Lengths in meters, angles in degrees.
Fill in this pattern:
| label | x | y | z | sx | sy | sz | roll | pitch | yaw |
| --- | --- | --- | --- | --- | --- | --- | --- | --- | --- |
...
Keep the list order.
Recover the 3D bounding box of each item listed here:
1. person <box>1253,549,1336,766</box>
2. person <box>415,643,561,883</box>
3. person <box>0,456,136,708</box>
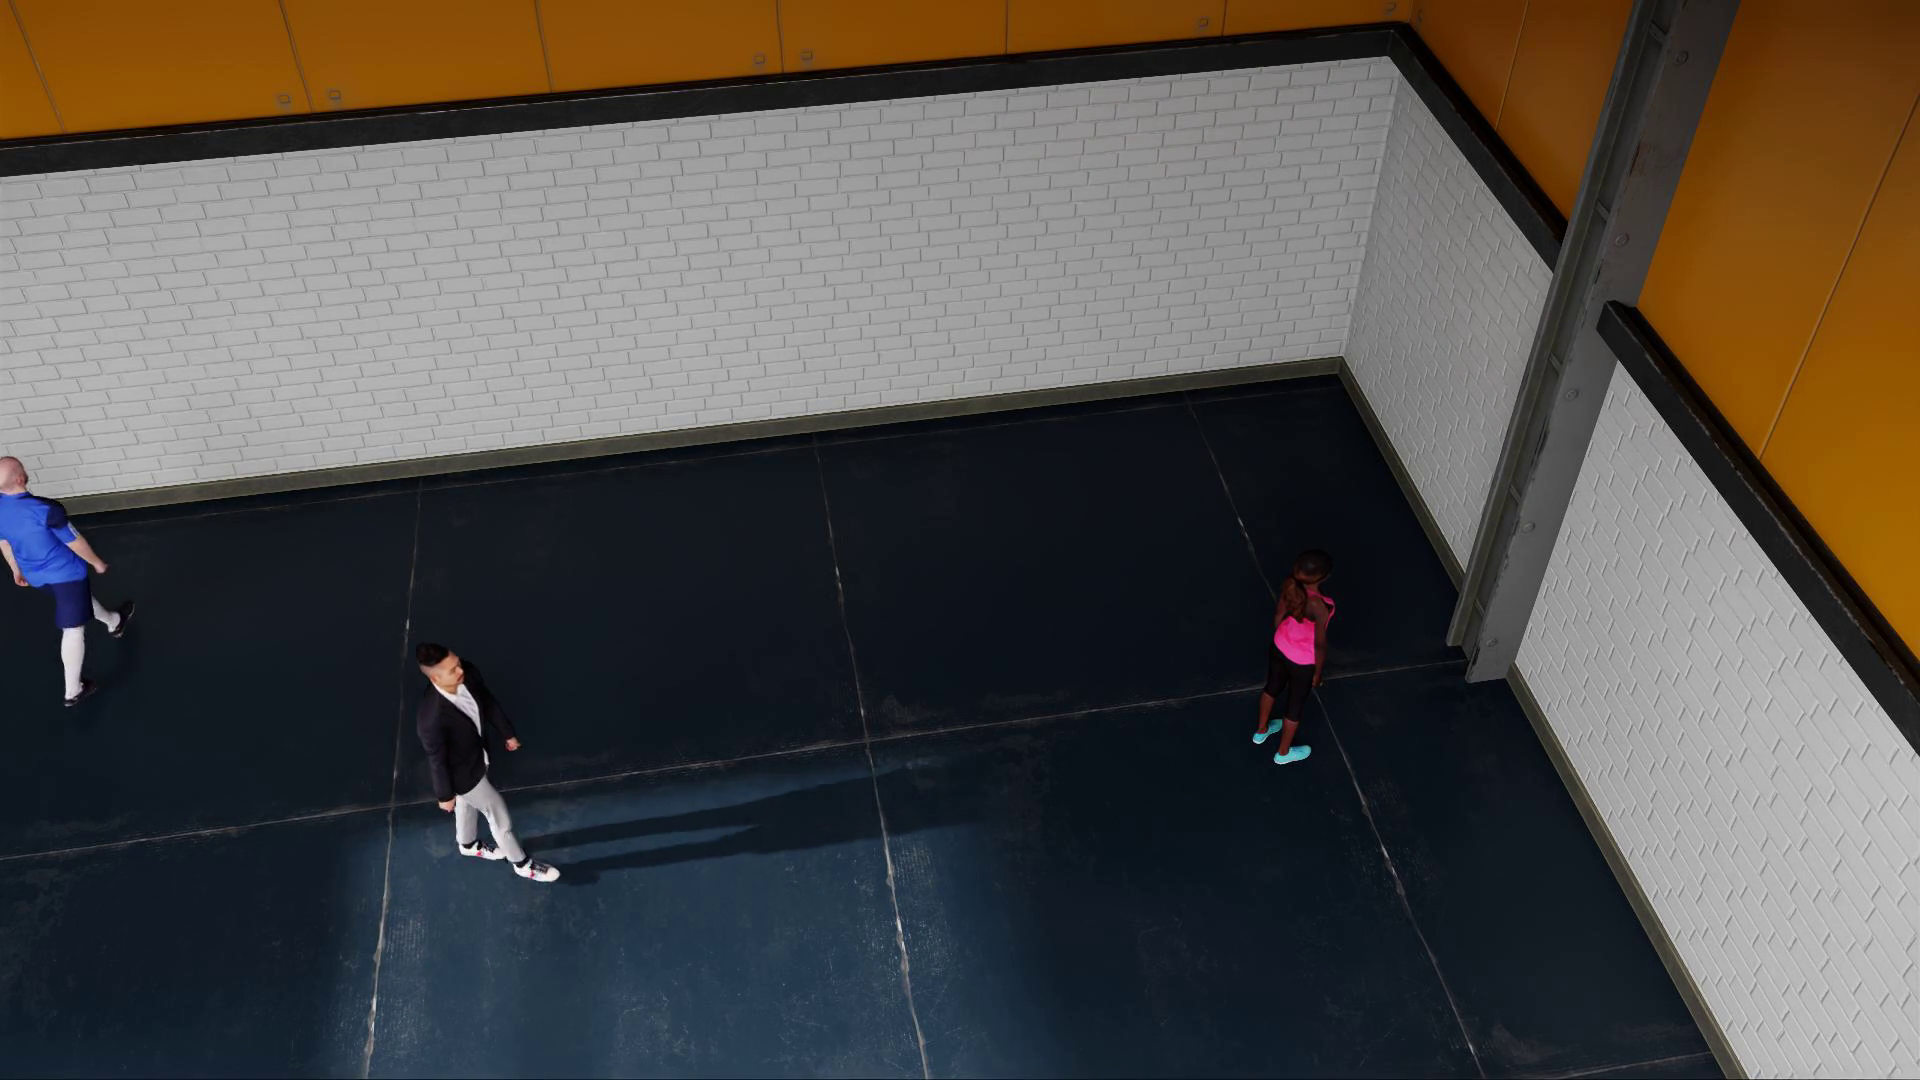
| label | x | y | z | sx | sy | sz | roll | pitch | yaw |
| --- | --- | --- | --- | --- | --- | --- | --- | --- | --- |
| person | 2.045 | 0.696 | 10.170 | 0.702 | 1.723 | 0.591 | -22 | 48 | -22 |
| person | -2.903 | 1.225 | 9.463 | 0.983 | 1.933 | 0.988 | 7 | 44 | 7 |
| person | -5.780 | 0.270 | 10.563 | 0.959 | 1.797 | 1.288 | 6 | 44 | 7 |
